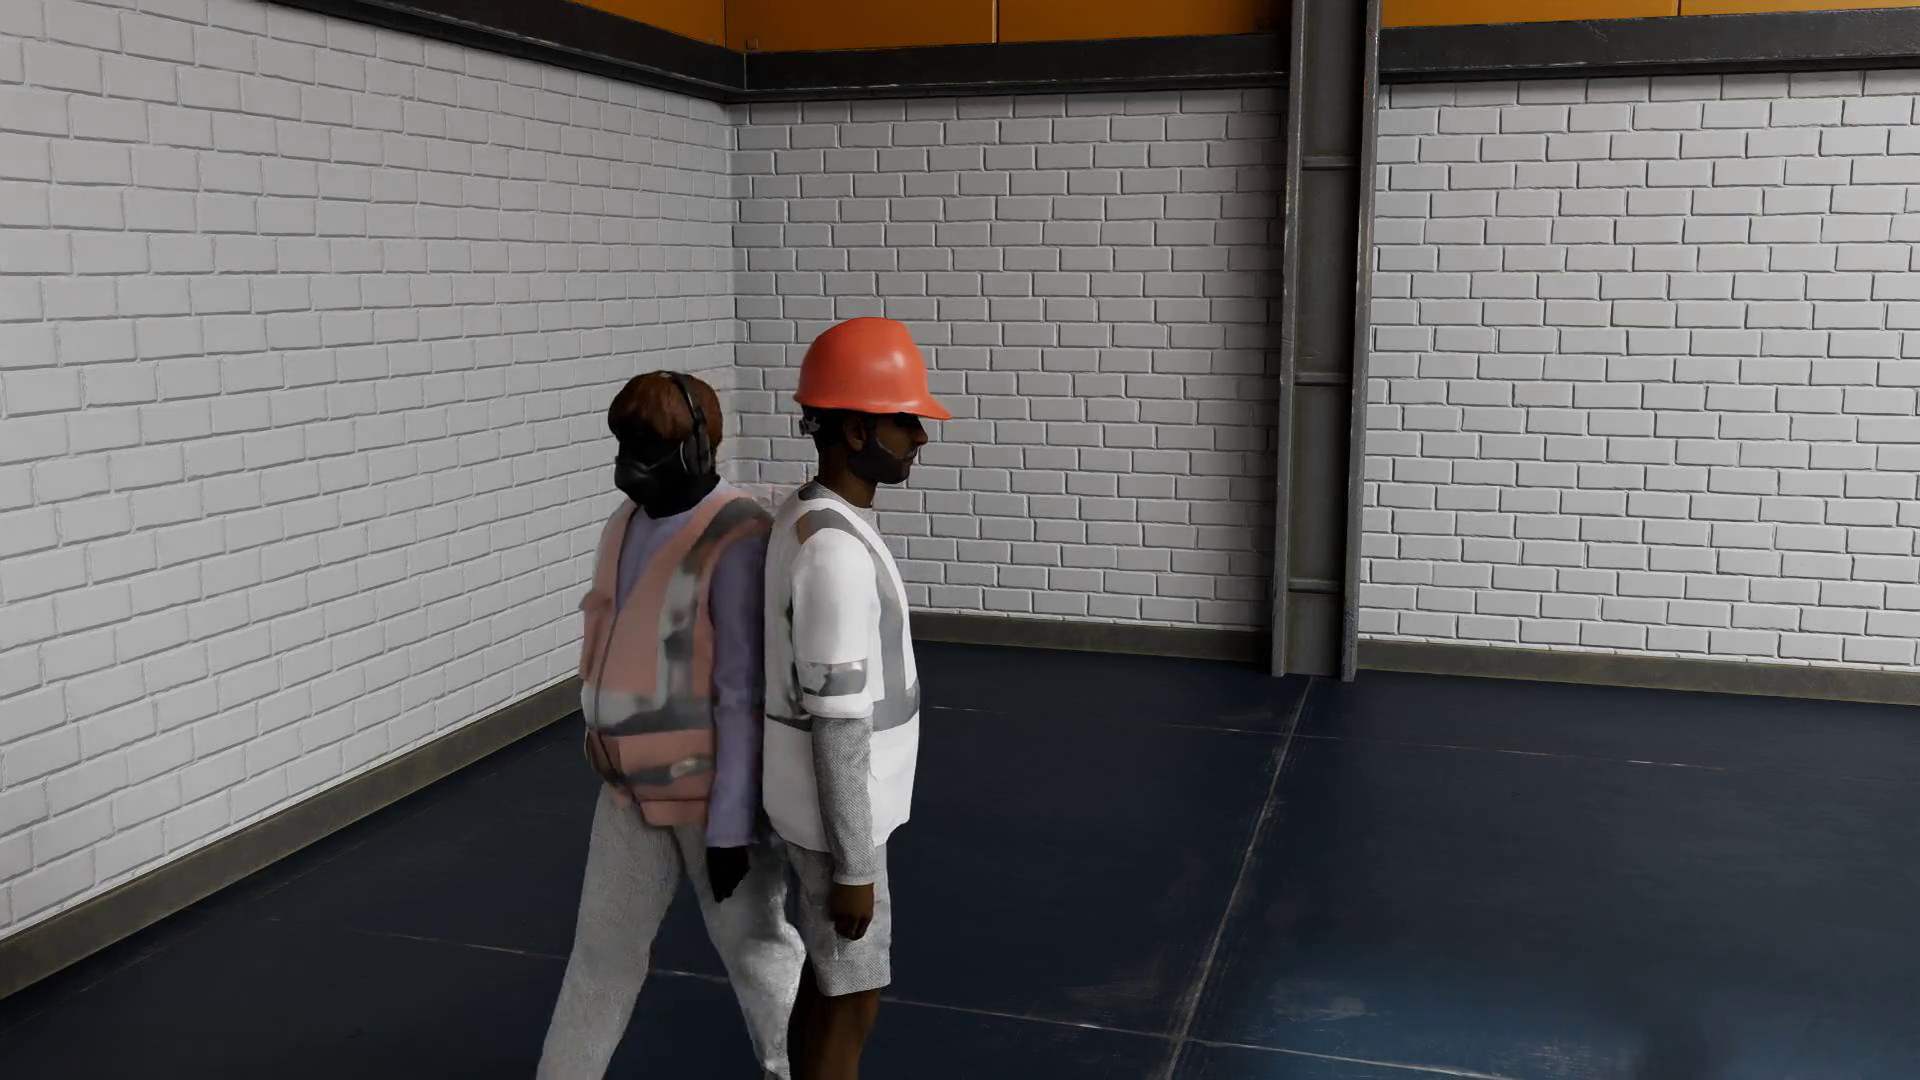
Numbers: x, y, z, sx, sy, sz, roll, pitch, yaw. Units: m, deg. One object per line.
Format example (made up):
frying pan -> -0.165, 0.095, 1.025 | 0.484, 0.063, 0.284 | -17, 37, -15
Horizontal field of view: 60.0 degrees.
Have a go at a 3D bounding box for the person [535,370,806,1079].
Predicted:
person -> -0.673, 0.549, 3.563 | 0.860, 1.800, 0.656 | -8, 12, -41

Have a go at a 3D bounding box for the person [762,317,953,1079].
person -> -0.204, 0.528, 3.319 | 0.377, 1.930, 0.539 | -1, 9, -8
